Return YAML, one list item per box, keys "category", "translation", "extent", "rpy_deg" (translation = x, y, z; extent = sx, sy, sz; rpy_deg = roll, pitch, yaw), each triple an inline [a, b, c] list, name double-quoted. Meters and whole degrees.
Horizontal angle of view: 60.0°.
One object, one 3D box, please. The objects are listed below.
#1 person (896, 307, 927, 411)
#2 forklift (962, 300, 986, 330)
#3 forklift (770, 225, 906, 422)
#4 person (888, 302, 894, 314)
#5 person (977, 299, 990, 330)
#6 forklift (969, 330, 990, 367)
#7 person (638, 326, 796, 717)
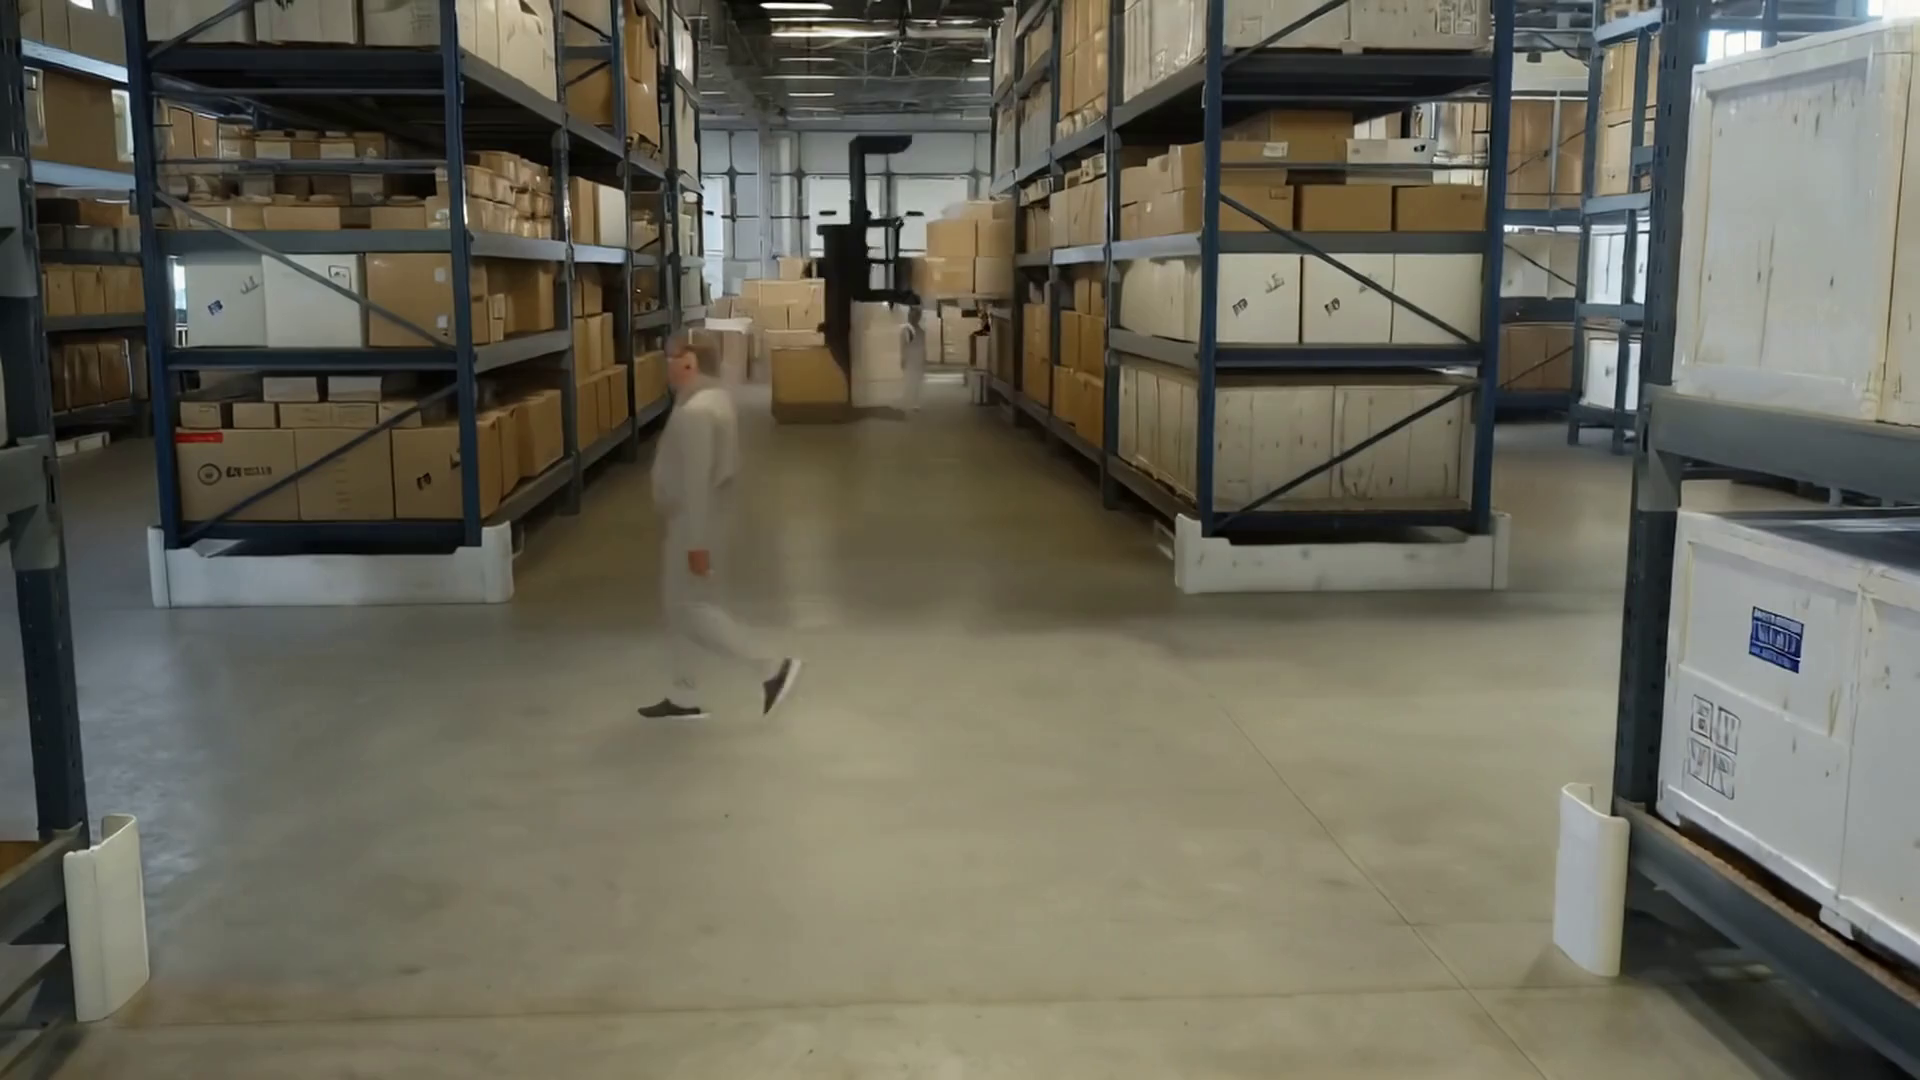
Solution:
- category: "person"
  translation: [-0.759, -2.835, 26.024]
  extent: [0.538, 1.623, 0.463]
  rpy_deg: [-8, 12, -40]
- category: "forklift"
  translation: [0.497, -7.082, 48.799]
  extent: [1.129, 2.768, 1.873]
  rpy_deg: [-1, 9, -4]
- category: "forklift"
  translation: [-1.796, -3.139, 24.037]
  extent: [1.873, 2.768, 1.129]
  rpy_deg: [-2, 9, -10]
- category: "person"
  translation: [-1.934, -7.136, 52.126]
  extent: [0.640, 1.932, 0.370]
  rpy_deg: [0, 9, -3]
- category: "person"
  translation: [0.725, -6.280, 46.784]
  extent: [0.546, 1.923, 0.393]
  rpy_deg: [-3, 10, -18]
- category: "forklift"
  translation: [1.191, -4.150, 30.388]
  extent: [1.873, 2.768, 1.129]
  rpy_deg: [-5, 10, -28]
- category: "person"
  translation: [-1.164, -0.058, 7.814]
  extent: [0.709, 1.887, 0.650]
  rpy_deg: [0, 9, 1]
